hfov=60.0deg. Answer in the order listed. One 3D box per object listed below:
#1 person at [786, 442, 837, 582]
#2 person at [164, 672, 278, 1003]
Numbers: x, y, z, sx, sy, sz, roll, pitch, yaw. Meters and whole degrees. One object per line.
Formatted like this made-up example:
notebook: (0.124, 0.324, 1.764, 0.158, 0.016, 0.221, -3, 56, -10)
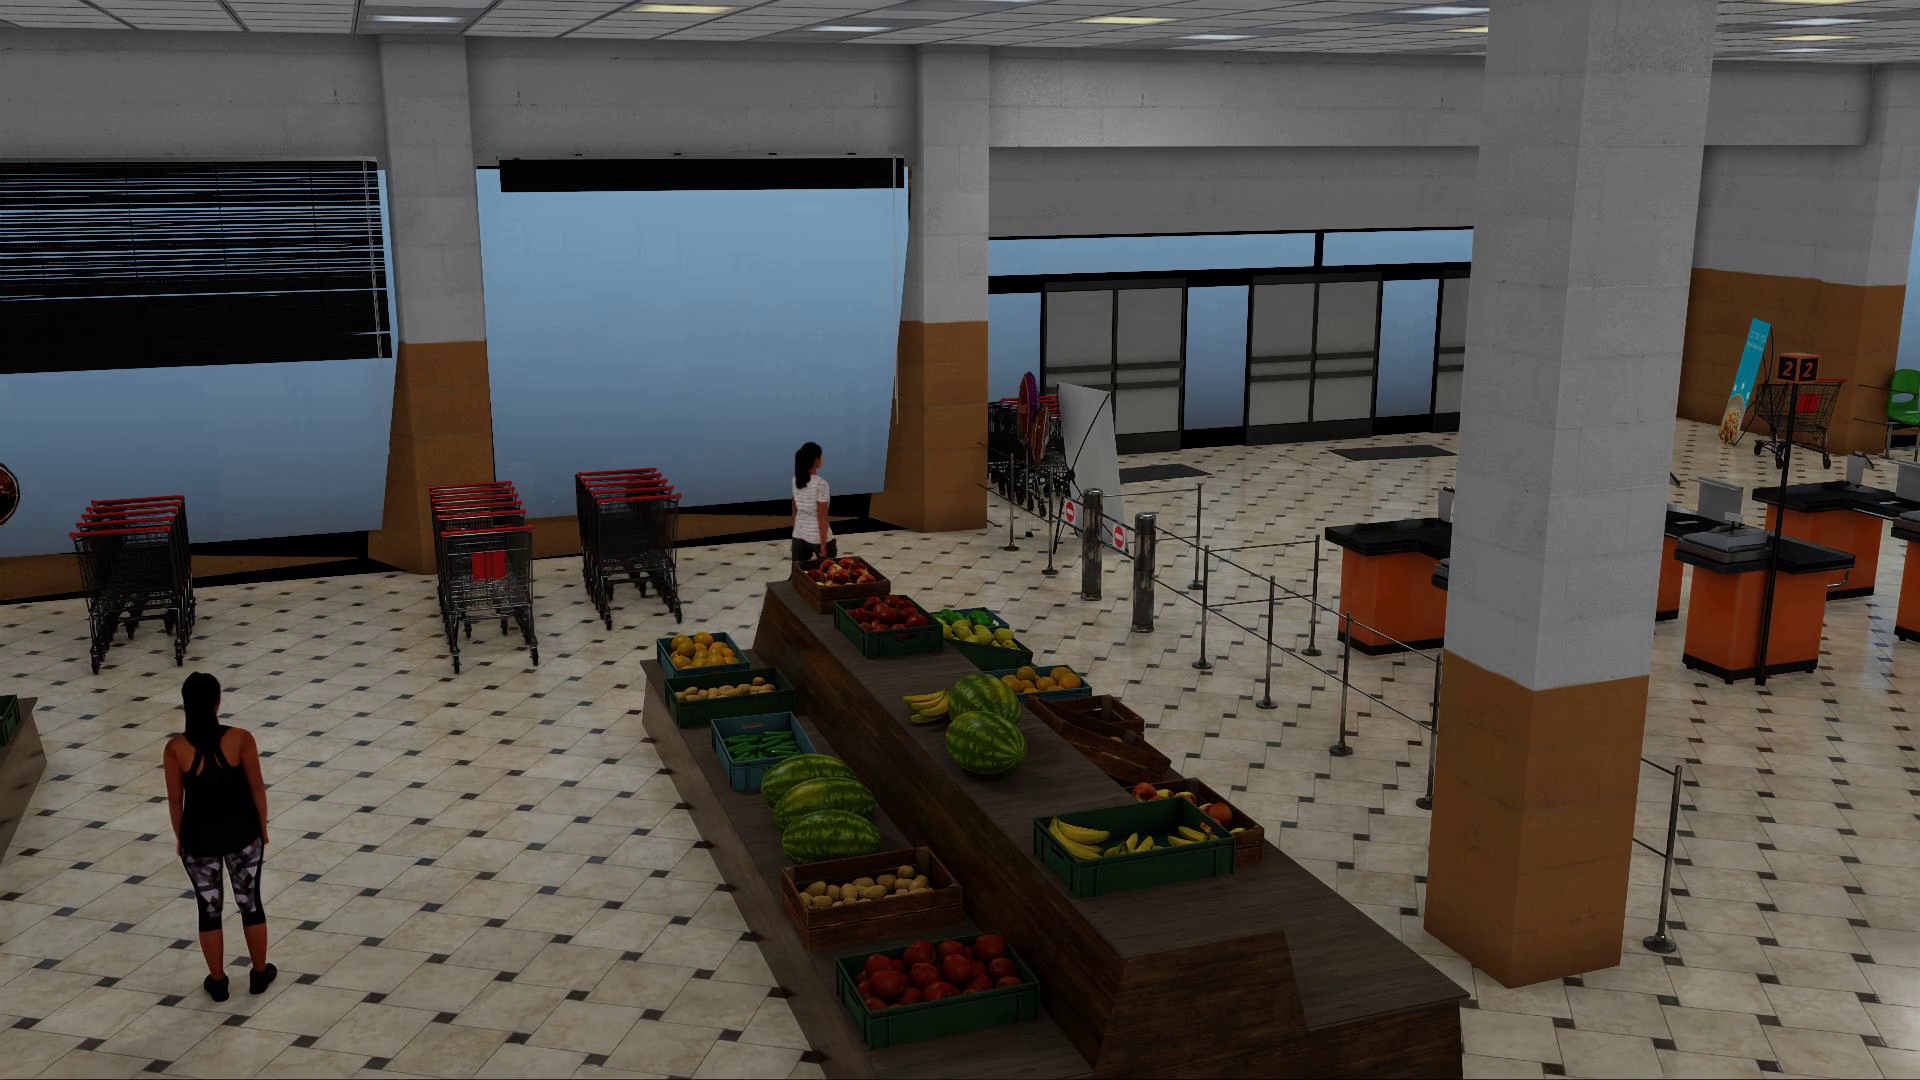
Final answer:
person: (-1.305, 0.018, 13.893, 1.087, 1.617, 1.012, 10, 17, 36)
person: (-3.572, 1.411, 8.030, 0.579, 1.673, 0.507, -6, 15, -22)
